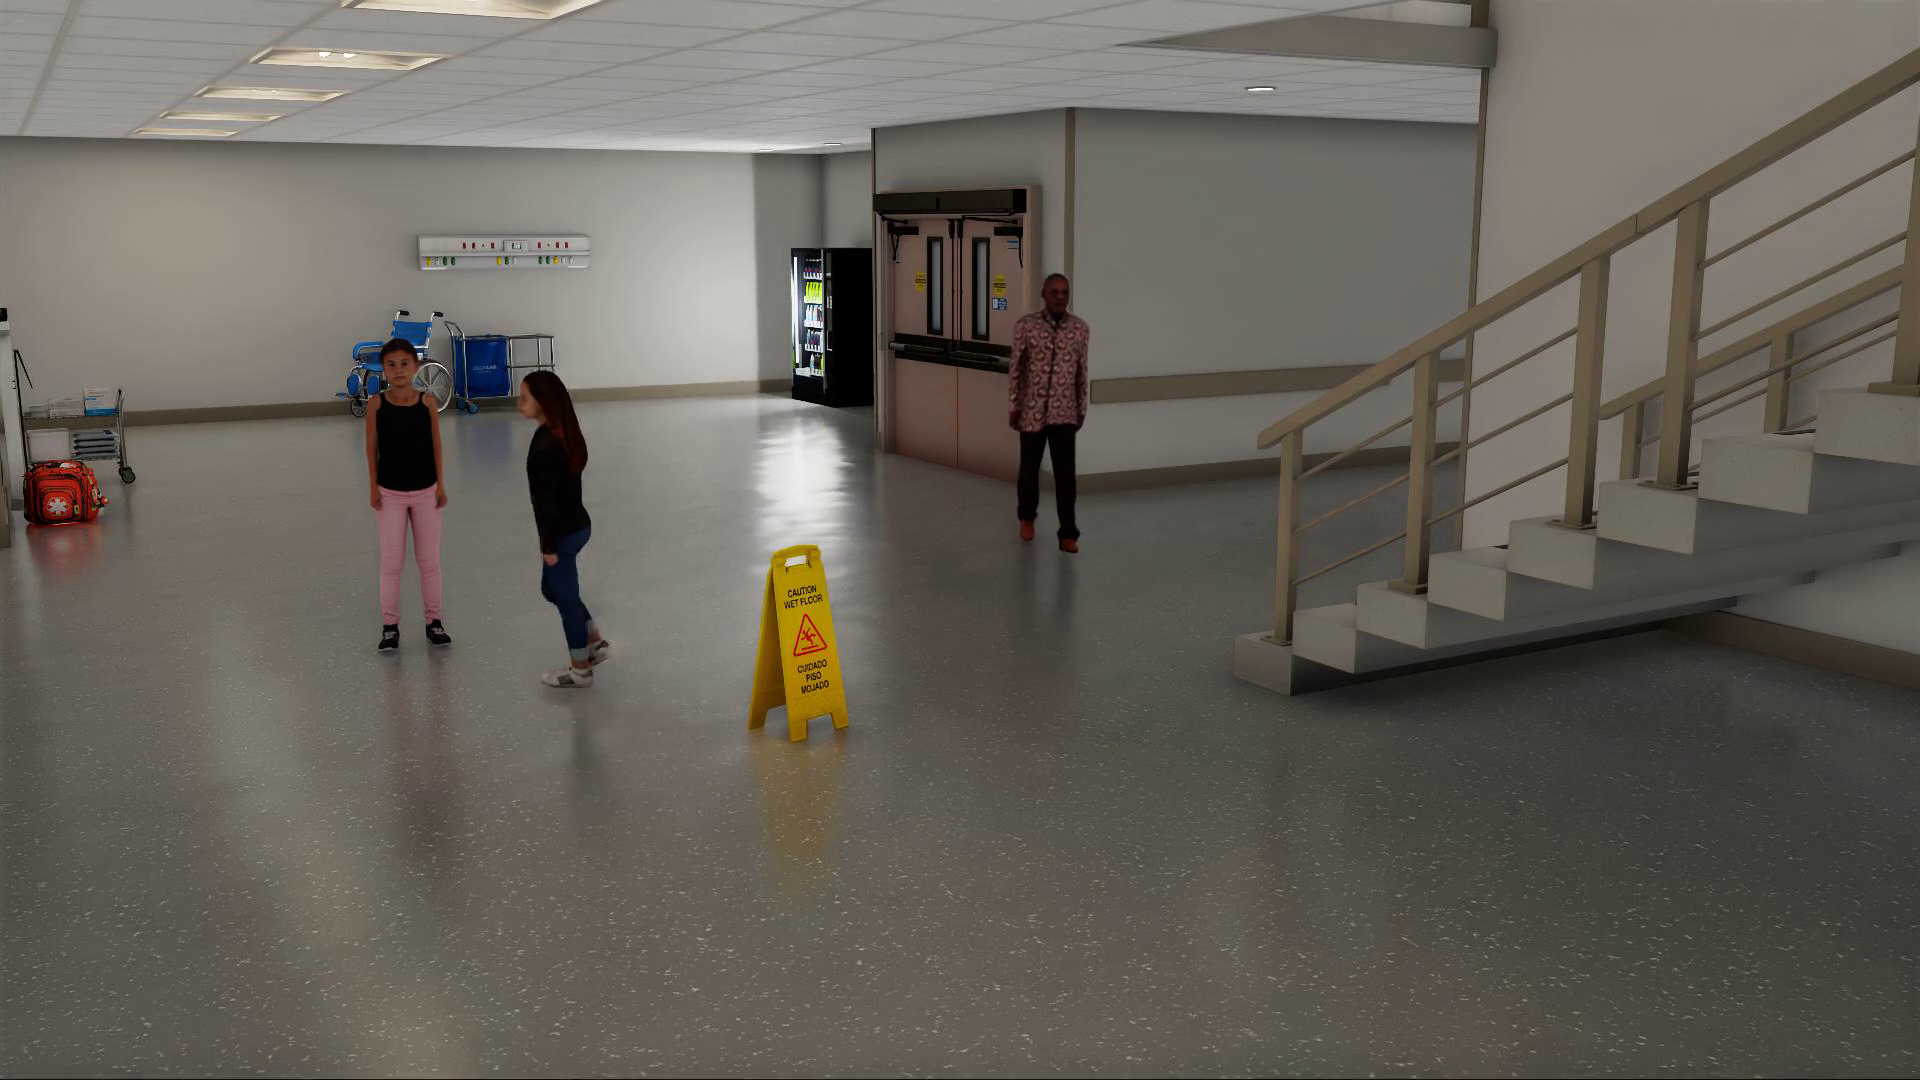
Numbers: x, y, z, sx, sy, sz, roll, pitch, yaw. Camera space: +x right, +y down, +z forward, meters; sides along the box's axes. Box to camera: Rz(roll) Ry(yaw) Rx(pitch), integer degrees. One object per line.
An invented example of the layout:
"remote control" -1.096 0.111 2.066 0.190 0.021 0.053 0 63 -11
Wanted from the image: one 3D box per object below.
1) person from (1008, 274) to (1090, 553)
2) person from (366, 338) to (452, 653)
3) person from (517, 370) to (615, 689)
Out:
"person" 0.546 -0.818 10.878 1.044 1.764 1.285 -1 11 -3
"person" -2.766 -0.231 8.321 0.544 1.565 0.522 -5 12 -24
"person" -1.751 -0.046 7.599 0.757 1.470 0.676 1 11 4
